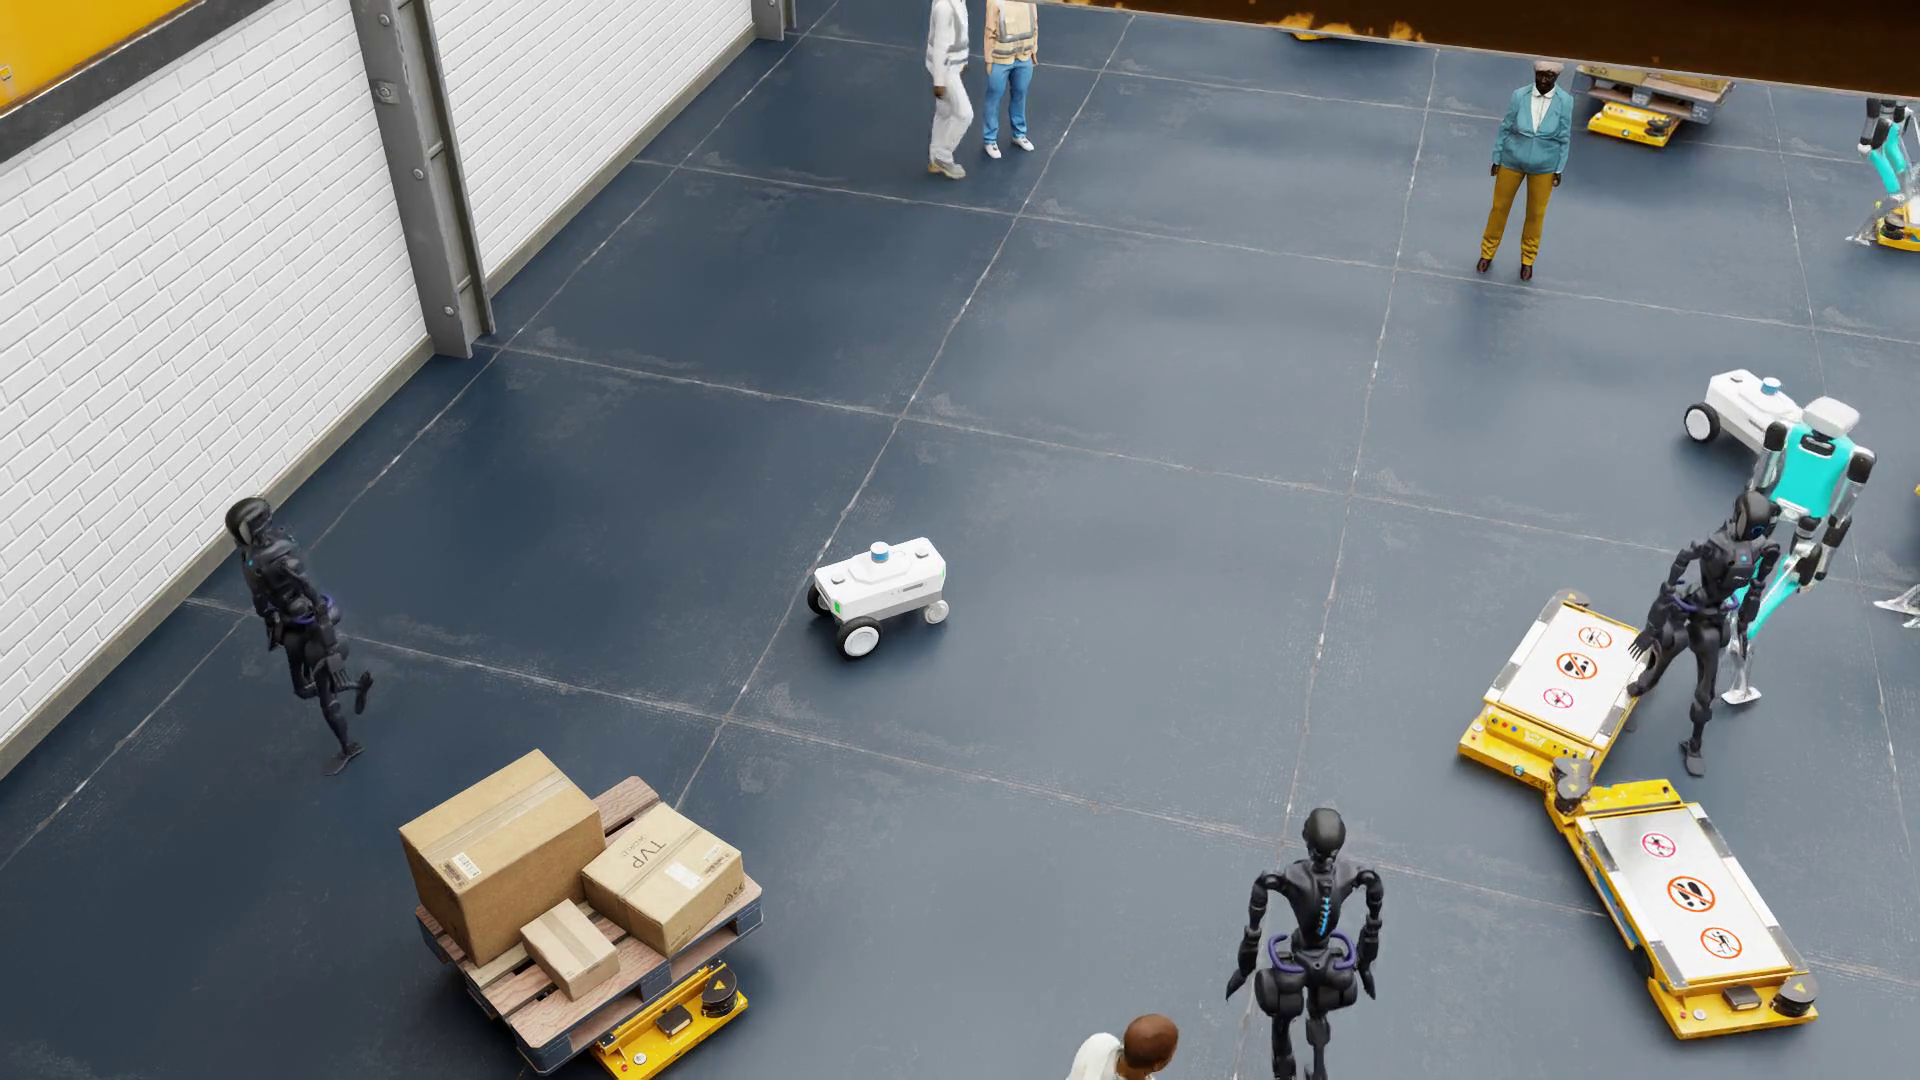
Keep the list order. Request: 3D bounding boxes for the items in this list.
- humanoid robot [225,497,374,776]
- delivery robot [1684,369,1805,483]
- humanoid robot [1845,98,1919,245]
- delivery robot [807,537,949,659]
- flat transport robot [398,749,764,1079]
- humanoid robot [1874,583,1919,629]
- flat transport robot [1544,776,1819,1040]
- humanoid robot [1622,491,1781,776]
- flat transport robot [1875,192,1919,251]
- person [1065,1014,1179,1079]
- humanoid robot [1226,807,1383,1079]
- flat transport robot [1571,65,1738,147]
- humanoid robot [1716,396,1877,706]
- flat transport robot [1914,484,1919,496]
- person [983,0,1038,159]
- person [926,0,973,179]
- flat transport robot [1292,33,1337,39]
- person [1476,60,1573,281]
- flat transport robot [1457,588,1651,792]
[{"bbox_3d":[-3.231,0.428,8.356,0.612,1.641,0.472,26,46,29],"label":"humanoid robot"},{"bbox_3d":[5.142,-0.784,10.762,0.499,0.608,0.786,-14,41,-17],"label":"delivery robot"},{"bbox_3d":[7.139,-3.047,12.633,0.540,1.803,0.720,-27,46,-29],"label":"humanoid robot"},{"bbox_3d":[-0.454,0.264,9.424,0.745,0.565,0.499,-17,42,-20],"label":"delivery robot"},{"bbox_3d":[-1.679,1.866,7.684,0.659,0.231,1.431,-31,48,-32],"label":"flat transport robot"},{"bbox_3d":[5.573,-0.227,9.108,0.608,1.796,0.532,12,40,15],"label":"humanoid robot"},{"bbox_3d":[3.397,1.689,7.904,0.659,0.231,1.431,-5,39,-7],"label":"flat transport robot"},{"bbox_3d":[3.701,0.422,8.371,0.611,1.632,0.604,-5,39,-6],"label":"humanoid robot"},{"bbox_3d":[7.957,-2.400,12.990,1.431,0.231,0.659,14,41,16],"label":"flat transport robot"},{"bbox_3d":[0.552,2.260,6.009,0.505,1.741,0.545,-13,41,-15],"label":"person"},{"bbox_3d":[1.400,1.748,6.716,0.616,1.638,0.430,-3,39,-4],"label":"humanoid robot"},{"bbox_3d":[6.179,-3.927,14.889,0.659,0.231,1.431,23,44,26],"label":"flat transport robot"},{"bbox_3d":[4.174,0.171,8.659,0.538,1.816,0.797,30,47,32],"label":"humanoid robot"},{"bbox_3d":[6.577,-0.015,10.023,0.659,0.231,1.431,-14,41,-16],"label":"flat transport robot"},{"bbox_3d":[0.418,-4.041,13.874,0.487,1.720,0.379,-18,42,-21],"label":"person"},{"bbox_3d":[-0.071,-3.816,13.471,0.494,1.870,0.632,6,39,8],"label":"person"},{"bbox_3d":[3.882,-5.248,16.532,1.431,0.231,0.659,-11,40,-14],"label":"flat transport robot"},{"bbox_3d":[4.174,-2.751,12.249,0.529,1.747,0.343,14,41,16],"label":"person"},{"bbox_3d":[3.292,0.811,8.996,0.659,0.231,1.431,24,45,27],"label":"flat transport robot"}]
